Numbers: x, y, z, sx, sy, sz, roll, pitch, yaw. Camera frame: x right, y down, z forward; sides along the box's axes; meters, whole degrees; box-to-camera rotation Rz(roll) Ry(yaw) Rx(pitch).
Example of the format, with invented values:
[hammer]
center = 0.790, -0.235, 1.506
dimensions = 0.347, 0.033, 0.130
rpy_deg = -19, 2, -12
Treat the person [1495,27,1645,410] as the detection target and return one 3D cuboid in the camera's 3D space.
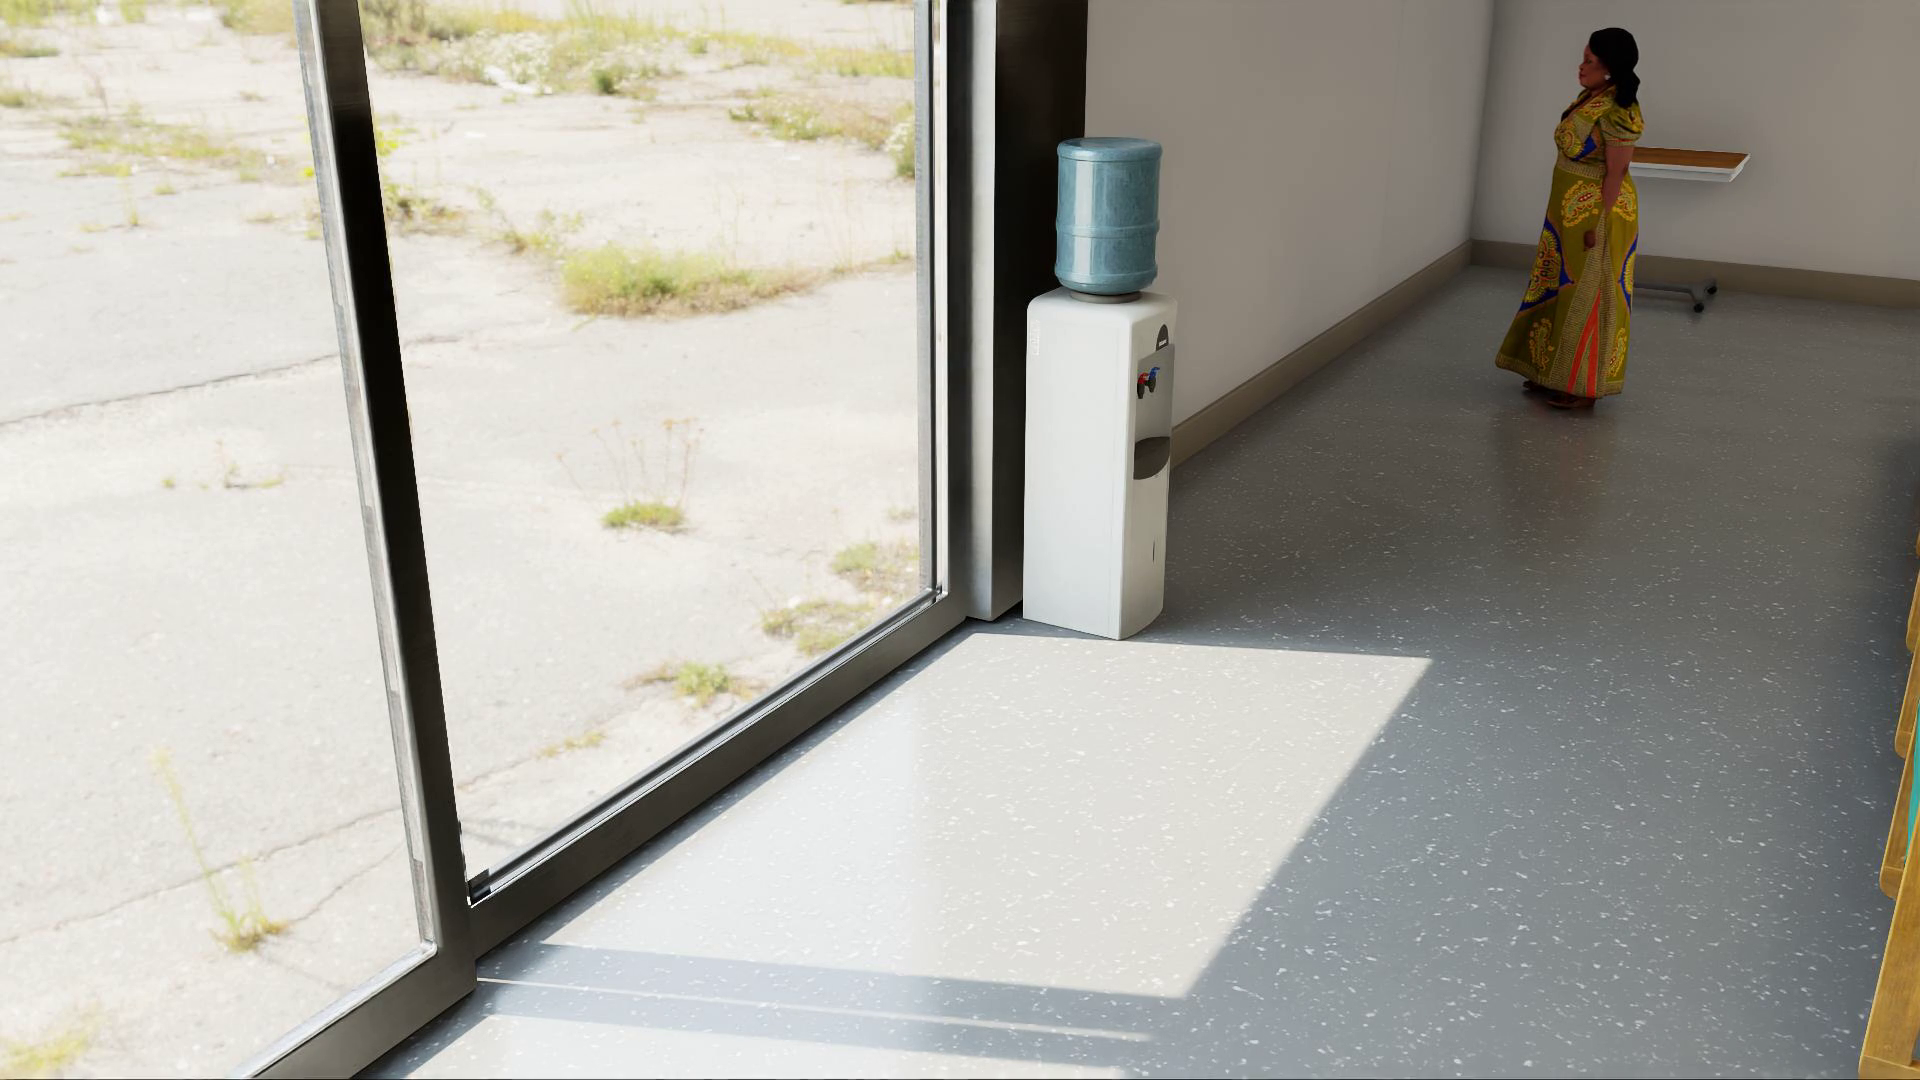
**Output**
[person]
center = 2.817, -1.438, 7.445
dimensions = 1.017, 1.661, 0.999
rpy_deg = -1, 21, -4
